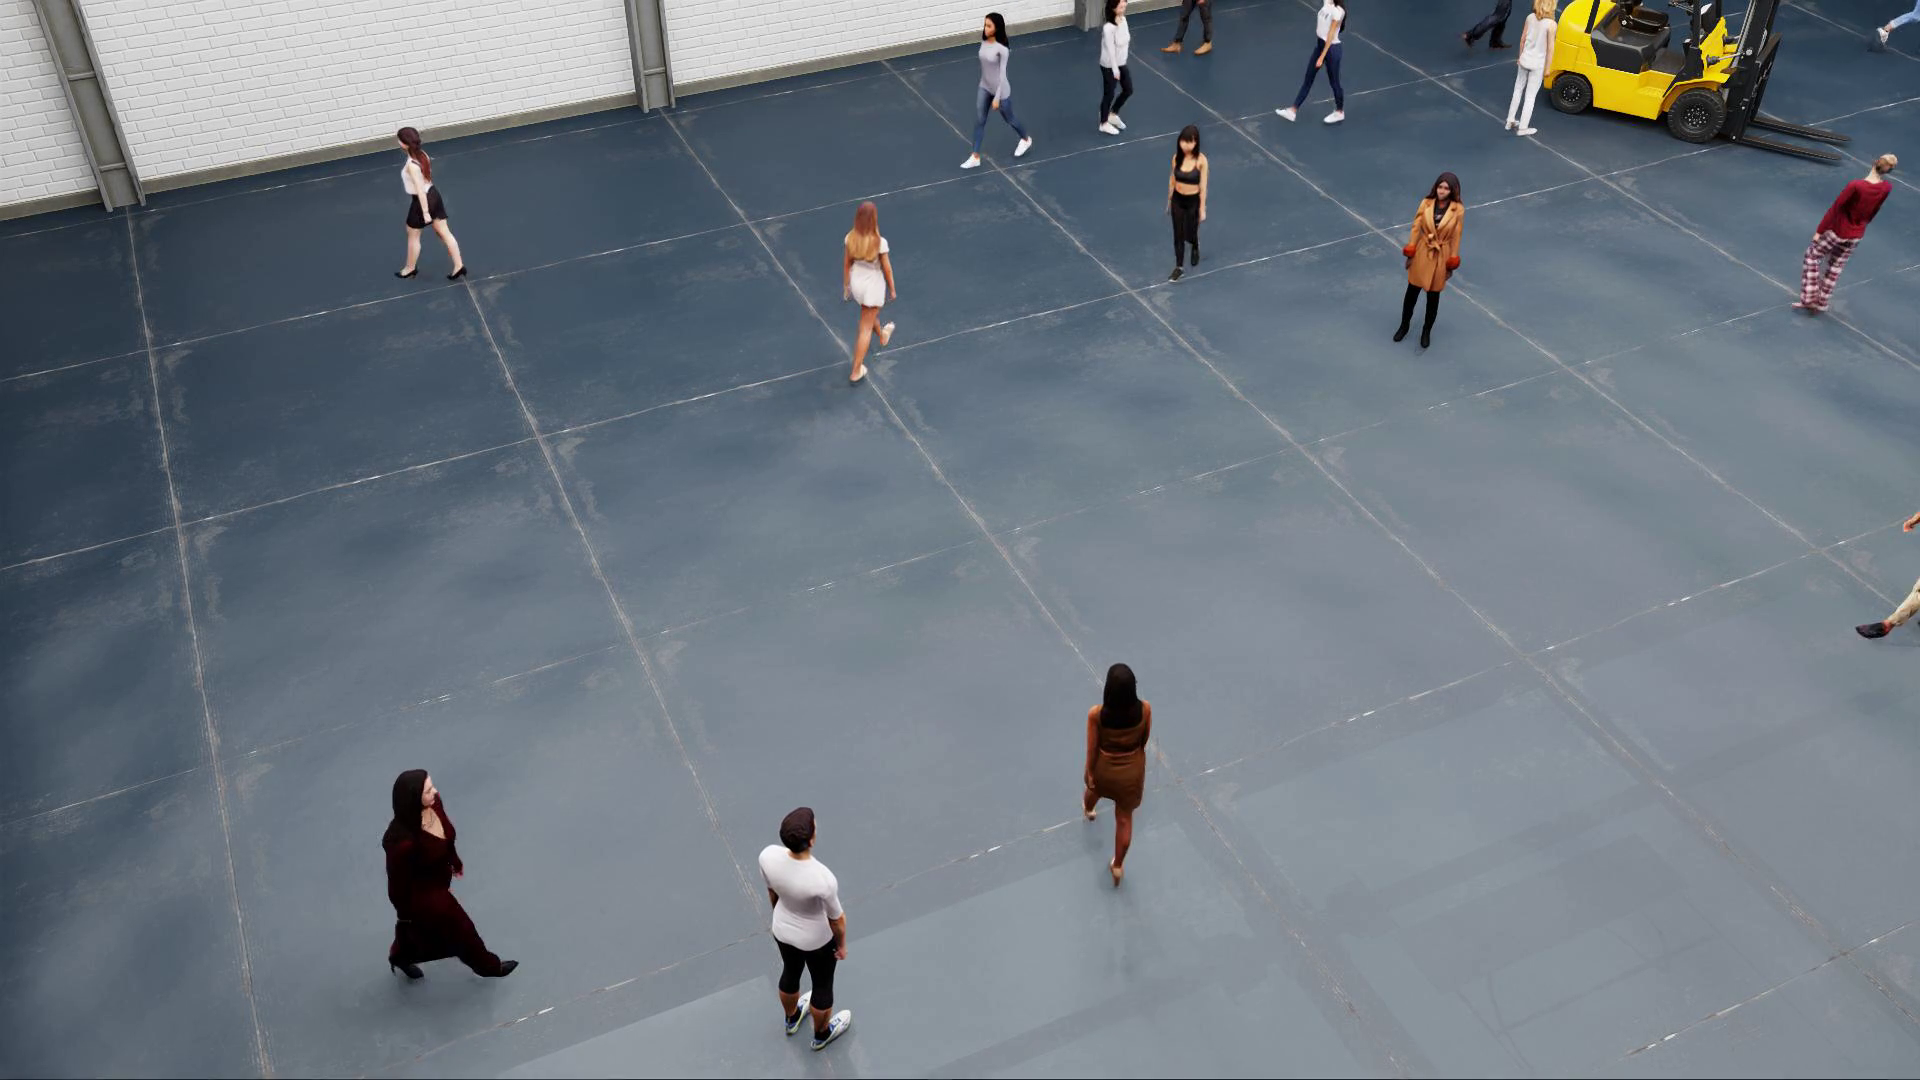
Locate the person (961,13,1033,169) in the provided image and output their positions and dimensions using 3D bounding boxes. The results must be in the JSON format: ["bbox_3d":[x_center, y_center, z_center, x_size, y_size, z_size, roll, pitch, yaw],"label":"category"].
[{"bbox_3d":[0.477,-4.983,18.427,1.249,1.696,0.836,-27,46,-30],"label":"person"}]

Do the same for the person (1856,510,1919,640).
[{"bbox_3d":[7.342,-0.018,12.119,1.191,1.811,0.908,-2,39,-3],"label":"person"}]

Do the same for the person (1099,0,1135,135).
[{"bbox_3d":[1.680,-5.443,19.014,0.786,1.683,0.695,20,43,23],"label":"person"}]

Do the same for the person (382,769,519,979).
[{"bbox_3d":[-3.197,2.028,9.643,1.133,1.702,0.938,4,39,5],"label":"person"}]

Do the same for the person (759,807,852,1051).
[{"bbox_3d":[-0.881,2.185,9.330,0.741,1.848,0.774,18,42,21],"label":"person"}]

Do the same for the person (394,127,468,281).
[{"bbox_3d":[-5.155,-3.265,16.336,1.037,1.621,0.845,0,39,0],"label":"person"}]

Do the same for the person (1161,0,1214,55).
[{"bbox_3d":[3.077,-6.923,20.855,0.970,1.698,0.736,-23,44,-26],"label":"person"}]

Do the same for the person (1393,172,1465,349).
[{"bbox_3d":[4.364,-2.598,15.422,0.775,1.719,0.811,17,42,20],"label":"person"}]

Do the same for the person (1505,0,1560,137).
[{"bbox_3d":[6.569,-5.492,19.086,0.580,1.669,0.632,-22,44,-25],"label":"person"}]

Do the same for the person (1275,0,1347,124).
[{"bbox_3d":[4.332,-5.611,19.181,1.135,1.737,0.754,-9,40,-11],"label":"person"}]

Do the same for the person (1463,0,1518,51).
[{"bbox_3d":[6.775,-6.961,20.836,1.052,1.781,0.847,-8,39,-10],"label":"person"}]

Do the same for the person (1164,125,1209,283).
[{"bbox_3d":[2.278,-3.352,16.434,0.778,1.635,0.862,19,42,22],"label":"person"}]

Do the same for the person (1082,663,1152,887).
[{"bbox_3d":[0.992,1.498,10.344,0.979,1.656,0.854,-2,39,-2],"label":"person"}]

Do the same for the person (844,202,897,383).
[{"bbox_3d":[-0.867,-2.200,14.985,1.053,1.642,1.165,16,41,19],"label":"person"}]

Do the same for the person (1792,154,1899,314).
[{"bbox_3d":[8.439,-2.927,15.876,0.672,1.666,0.845,-10,40,-12],"label":"person"}]
